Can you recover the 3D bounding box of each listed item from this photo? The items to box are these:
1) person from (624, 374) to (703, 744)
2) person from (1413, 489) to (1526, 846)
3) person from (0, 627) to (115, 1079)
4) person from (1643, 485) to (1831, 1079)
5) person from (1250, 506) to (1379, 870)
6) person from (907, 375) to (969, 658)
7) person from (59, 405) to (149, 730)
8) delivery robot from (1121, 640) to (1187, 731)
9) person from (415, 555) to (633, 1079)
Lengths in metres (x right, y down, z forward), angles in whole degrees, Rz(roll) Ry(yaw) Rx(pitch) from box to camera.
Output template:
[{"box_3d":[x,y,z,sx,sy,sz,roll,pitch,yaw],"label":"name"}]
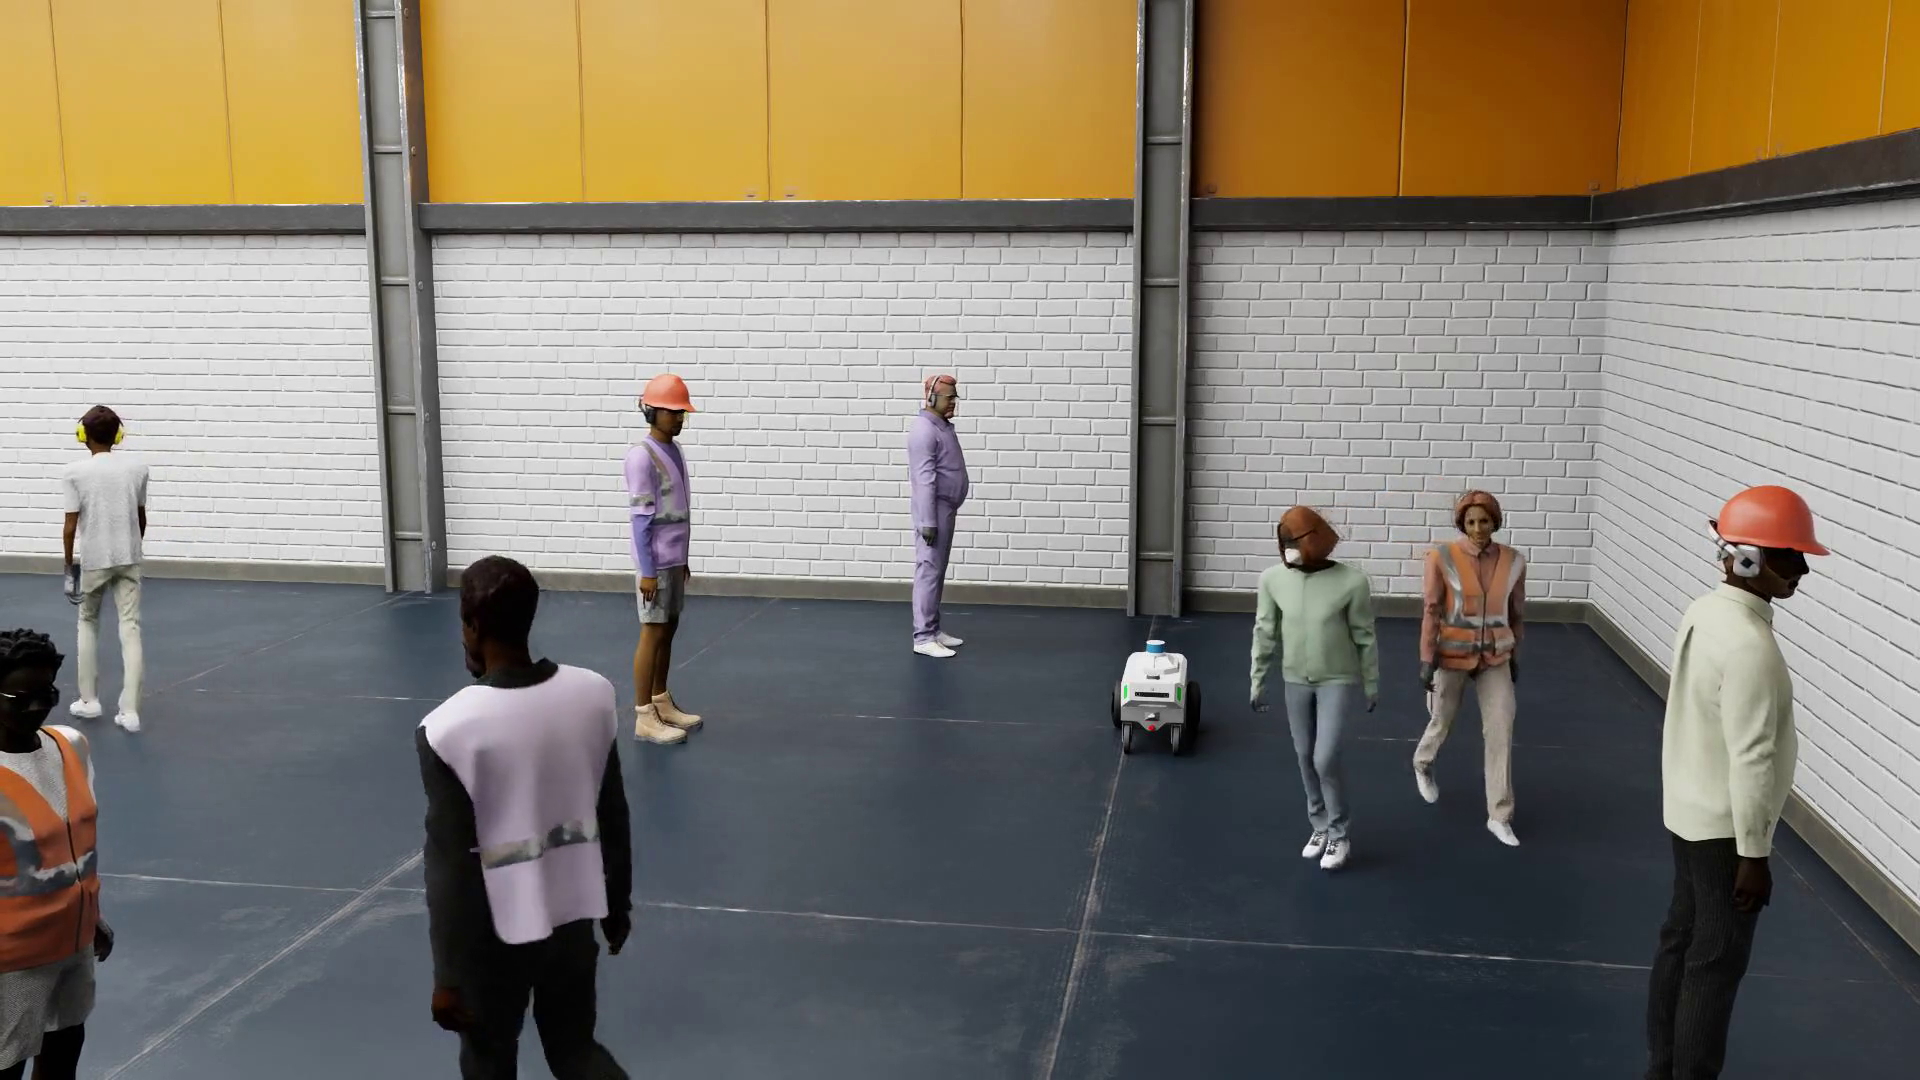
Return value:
[{"box_3d":[-1.626,0.098,9.239,0.386,2.039,0.615,1,9,9],"label":"person"},{"box_3d":[2.372,0.552,7.807,0.530,1.618,0.741,-1,9,-5],"label":"person"},{"box_3d":[-2.432,1.059,4.361,0.317,1.698,0.540,1,9,9],"label":"person"},{"box_3d":[2.274,0.825,4.907,0.390,1.990,0.623,1,9,9],"label":"person"},{"box_3d":[1.557,0.636,7.270,0.516,1.597,0.503,6,11,34],"label":"person"},{"box_3d":[-0.138,-0.170,11.315,0.402,1.904,0.652,1,9,9],"label":"person"},{"box_3d":[-4.921,0.149,9.566,0.522,1.832,0.778,-8,12,-41],"label":"person"},{"box_3d":[1.079,0.799,9.203,0.477,0.478,0.707,1,9,9],"label":"delivery robot"},{"box_3d":[-1.042,0.983,4.262,0.715,1.891,0.638,7,11,35],"label":"person"}]
